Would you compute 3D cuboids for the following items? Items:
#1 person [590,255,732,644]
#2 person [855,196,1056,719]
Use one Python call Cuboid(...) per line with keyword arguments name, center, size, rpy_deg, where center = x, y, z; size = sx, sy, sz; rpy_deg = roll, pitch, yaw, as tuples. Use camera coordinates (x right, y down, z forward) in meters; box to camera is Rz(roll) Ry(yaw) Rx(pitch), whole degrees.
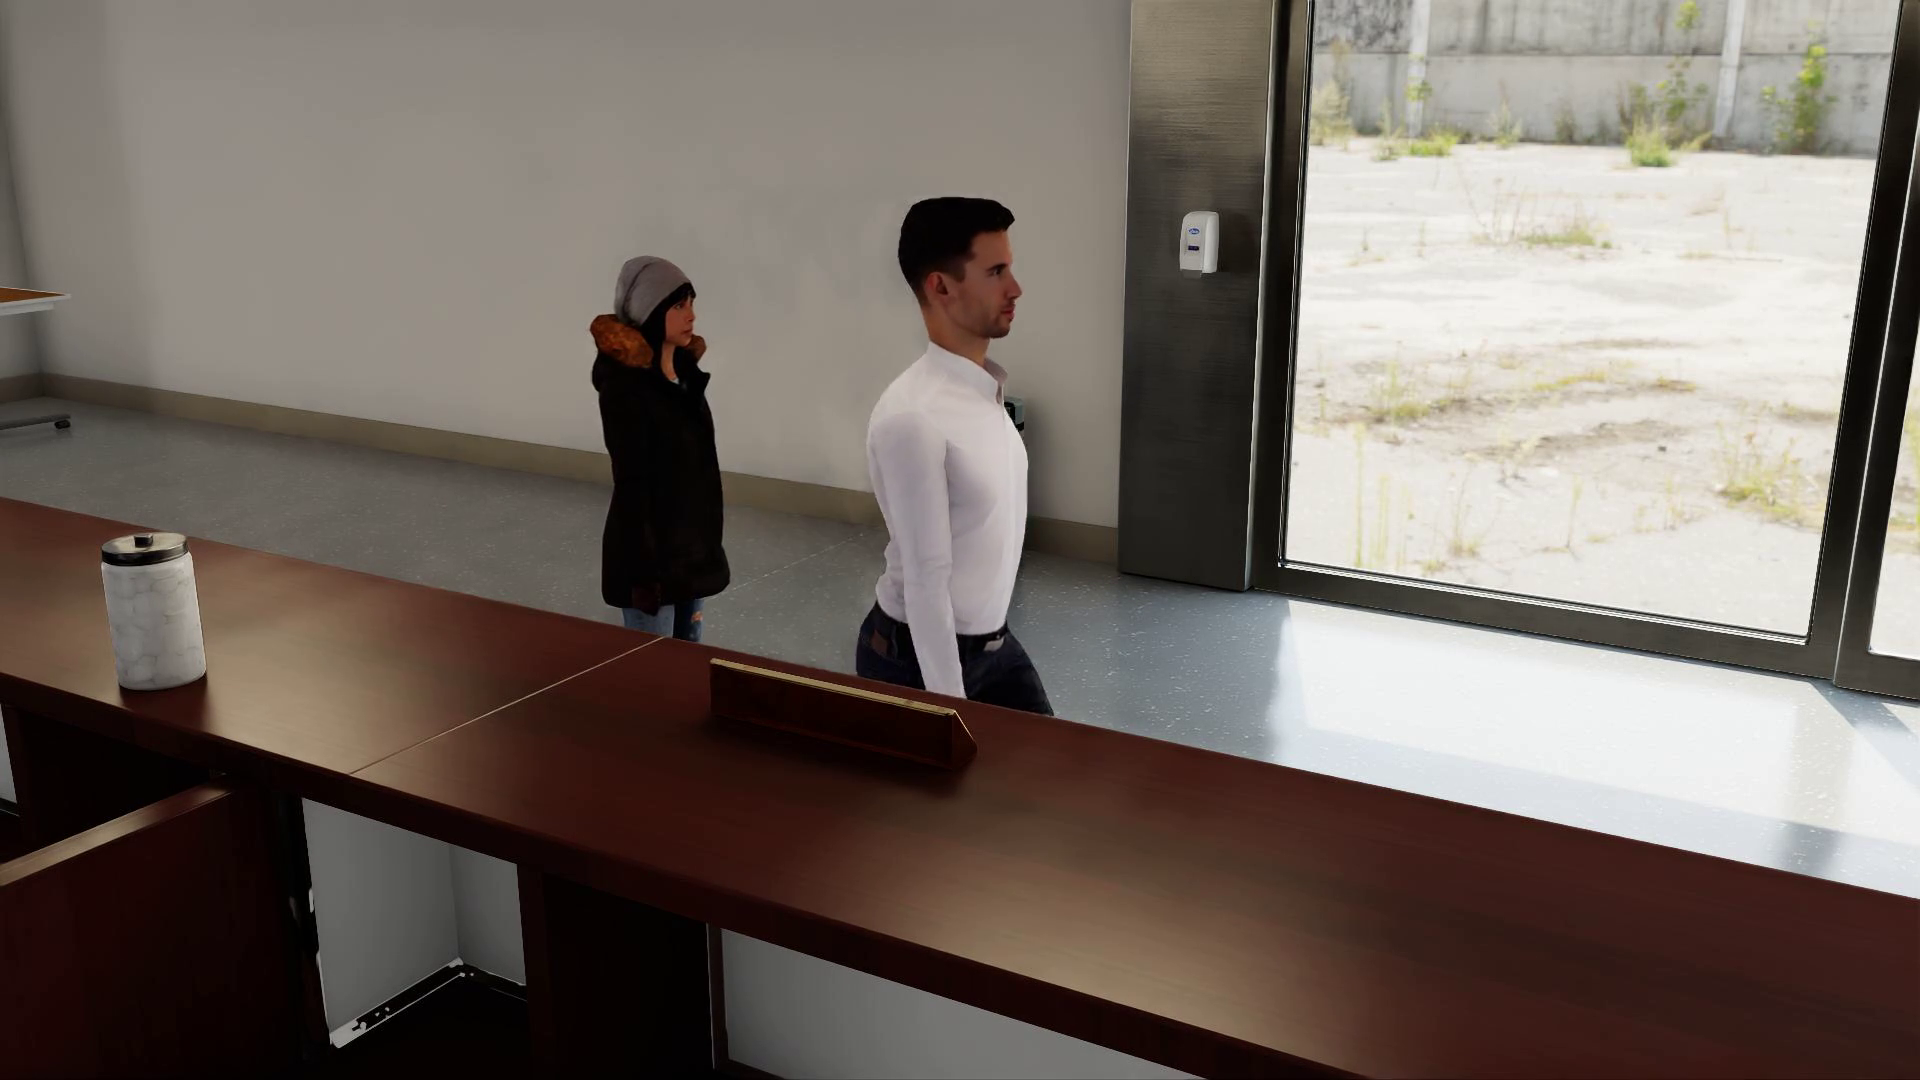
Cuboid(name="person", center=(-0.842, 0.016, 4.678), size=(0.736, 1.634, 0.617), rpy_deg=(4, 16, 14))
Cuboid(name="person", center=(-0.113, 0.241, 3.424), size=(0.764, 1.842, 0.967), rpy_deg=(7, 17, 24))
